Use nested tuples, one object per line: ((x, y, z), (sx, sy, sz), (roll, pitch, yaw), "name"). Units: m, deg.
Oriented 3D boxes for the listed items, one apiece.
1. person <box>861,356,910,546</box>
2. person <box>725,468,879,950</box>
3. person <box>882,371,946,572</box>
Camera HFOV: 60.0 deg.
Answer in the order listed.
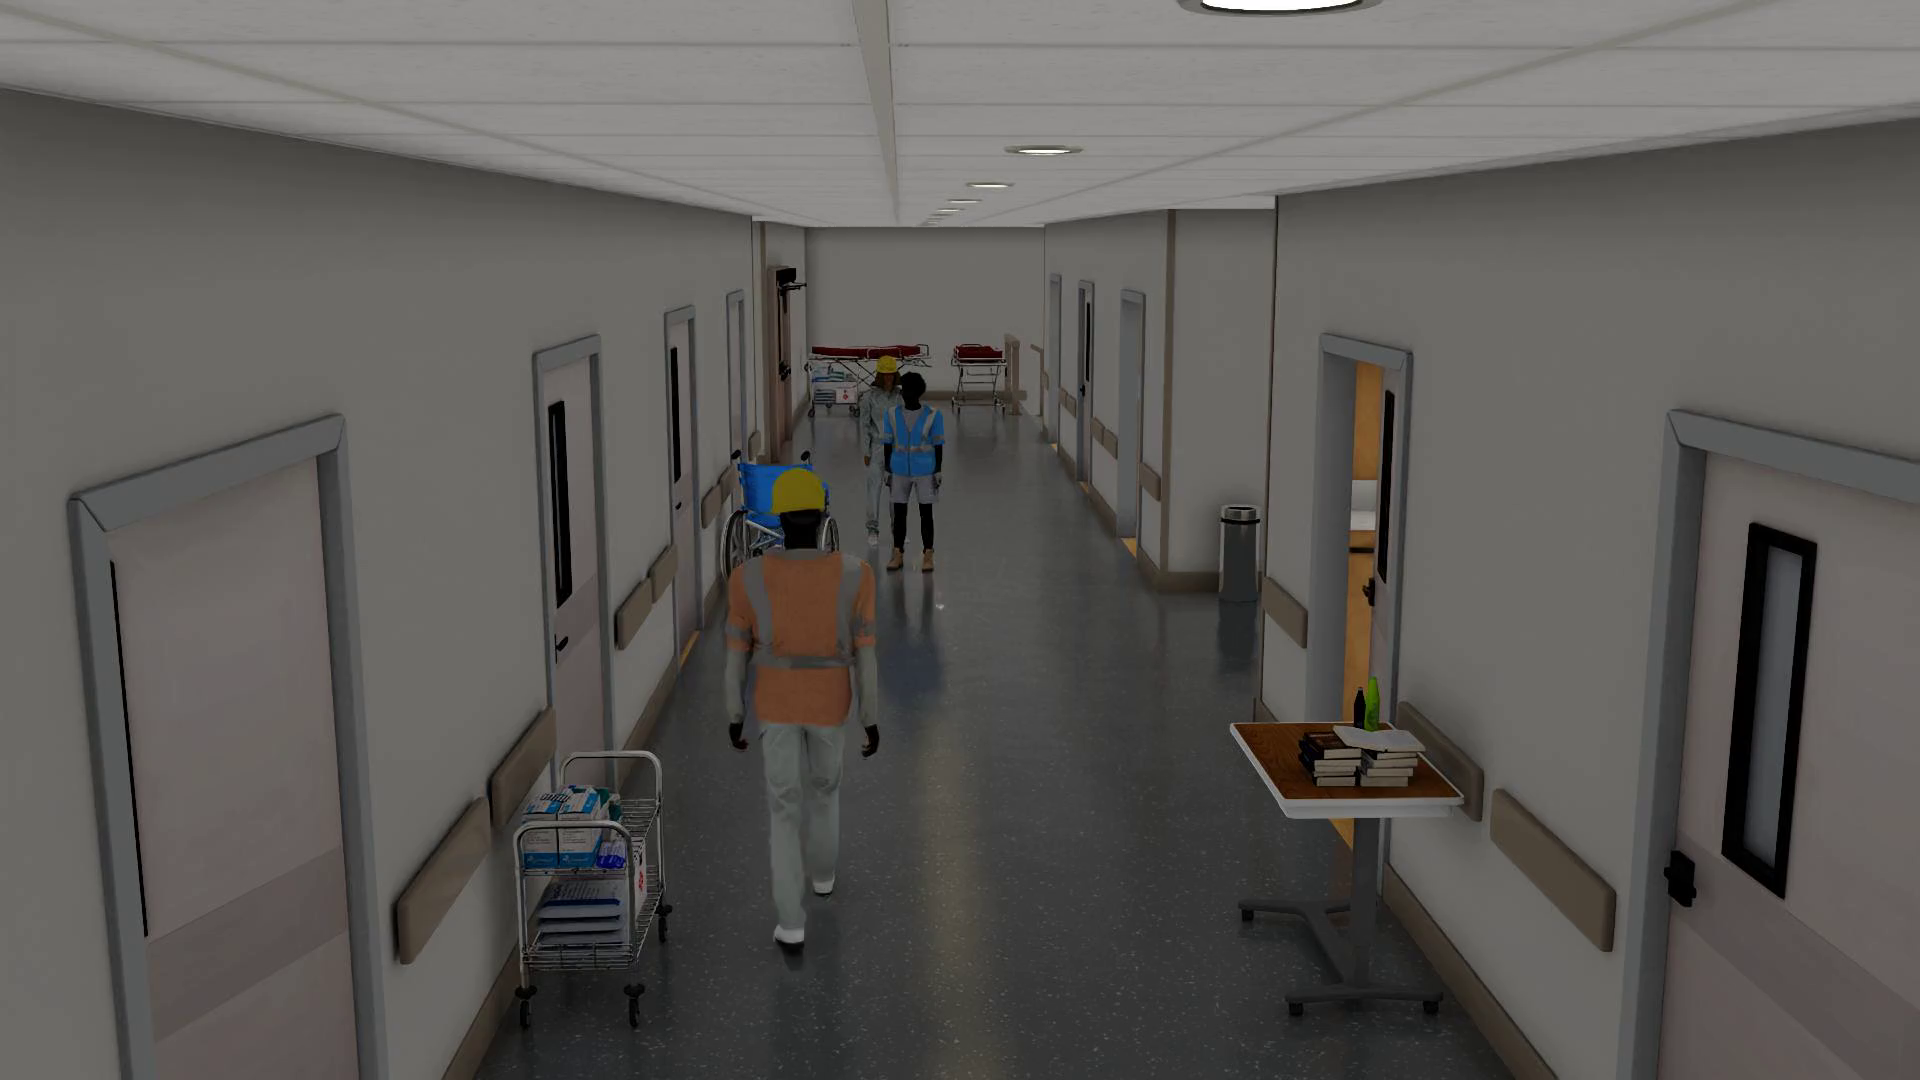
((-0.660, -0.815, 15.230), (0.487, 1.744, 0.297), (-4, 11, -20), "person")
((-0.642, 0.644, 6.728), (0.603, 1.885, 0.898), (-2, 10, -9), "person")
((-0.393, -0.573, 13.998), (0.537, 1.698, 0.320), (2, 10, 12), "person")
